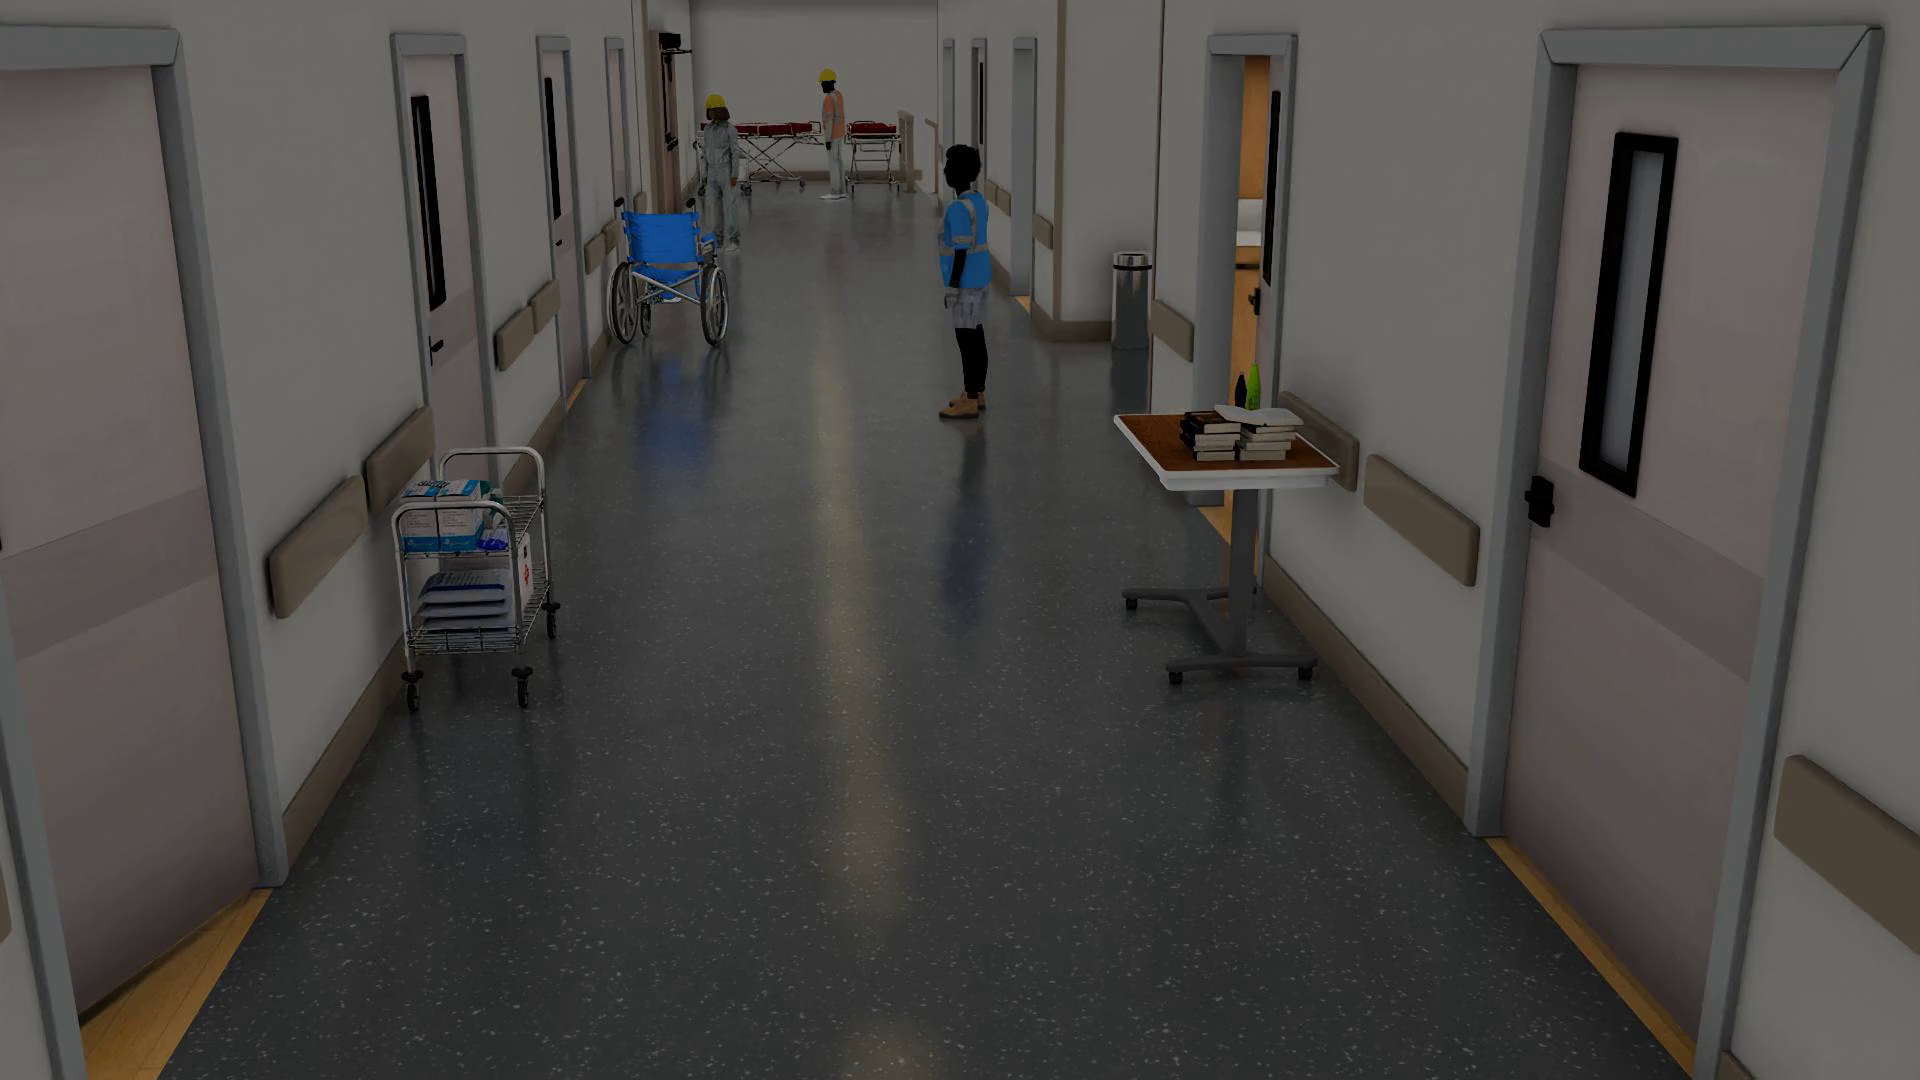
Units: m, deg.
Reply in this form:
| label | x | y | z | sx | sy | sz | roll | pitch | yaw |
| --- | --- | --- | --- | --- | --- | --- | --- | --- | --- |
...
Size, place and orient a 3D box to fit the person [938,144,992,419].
| label | x | y | z | sx | sy | sz | roll | pitch | yaw |
| --- | --- | --- | --- | --- | --- | --- | --- | --- | --- |
| person | 0.028 | -1.609 | 10.415 | 0.321 | 1.697 | 0.529 | 4 | 17 | 14 |

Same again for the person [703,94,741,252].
| label | x | y | z | sx | sy | sz | roll | pitch | yaw |
| --- | --- | --- | --- | --- | --- | --- | --- | --- | --- |
| person | -2.704 | -4.123 | 18.740 | 0.490 | 1.743 | 0.324 | 11 | 20 | 33 |

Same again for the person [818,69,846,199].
| label | x | y | z | sx | sy | sz | roll | pitch | yaw |
| --- | --- | --- | --- | --- | --- | --- | --- | --- | --- |
| person | -1.936 | -6.108 | 25.079 | 0.393 | 1.918 | 0.585 | 4 | 17 | 12 |
